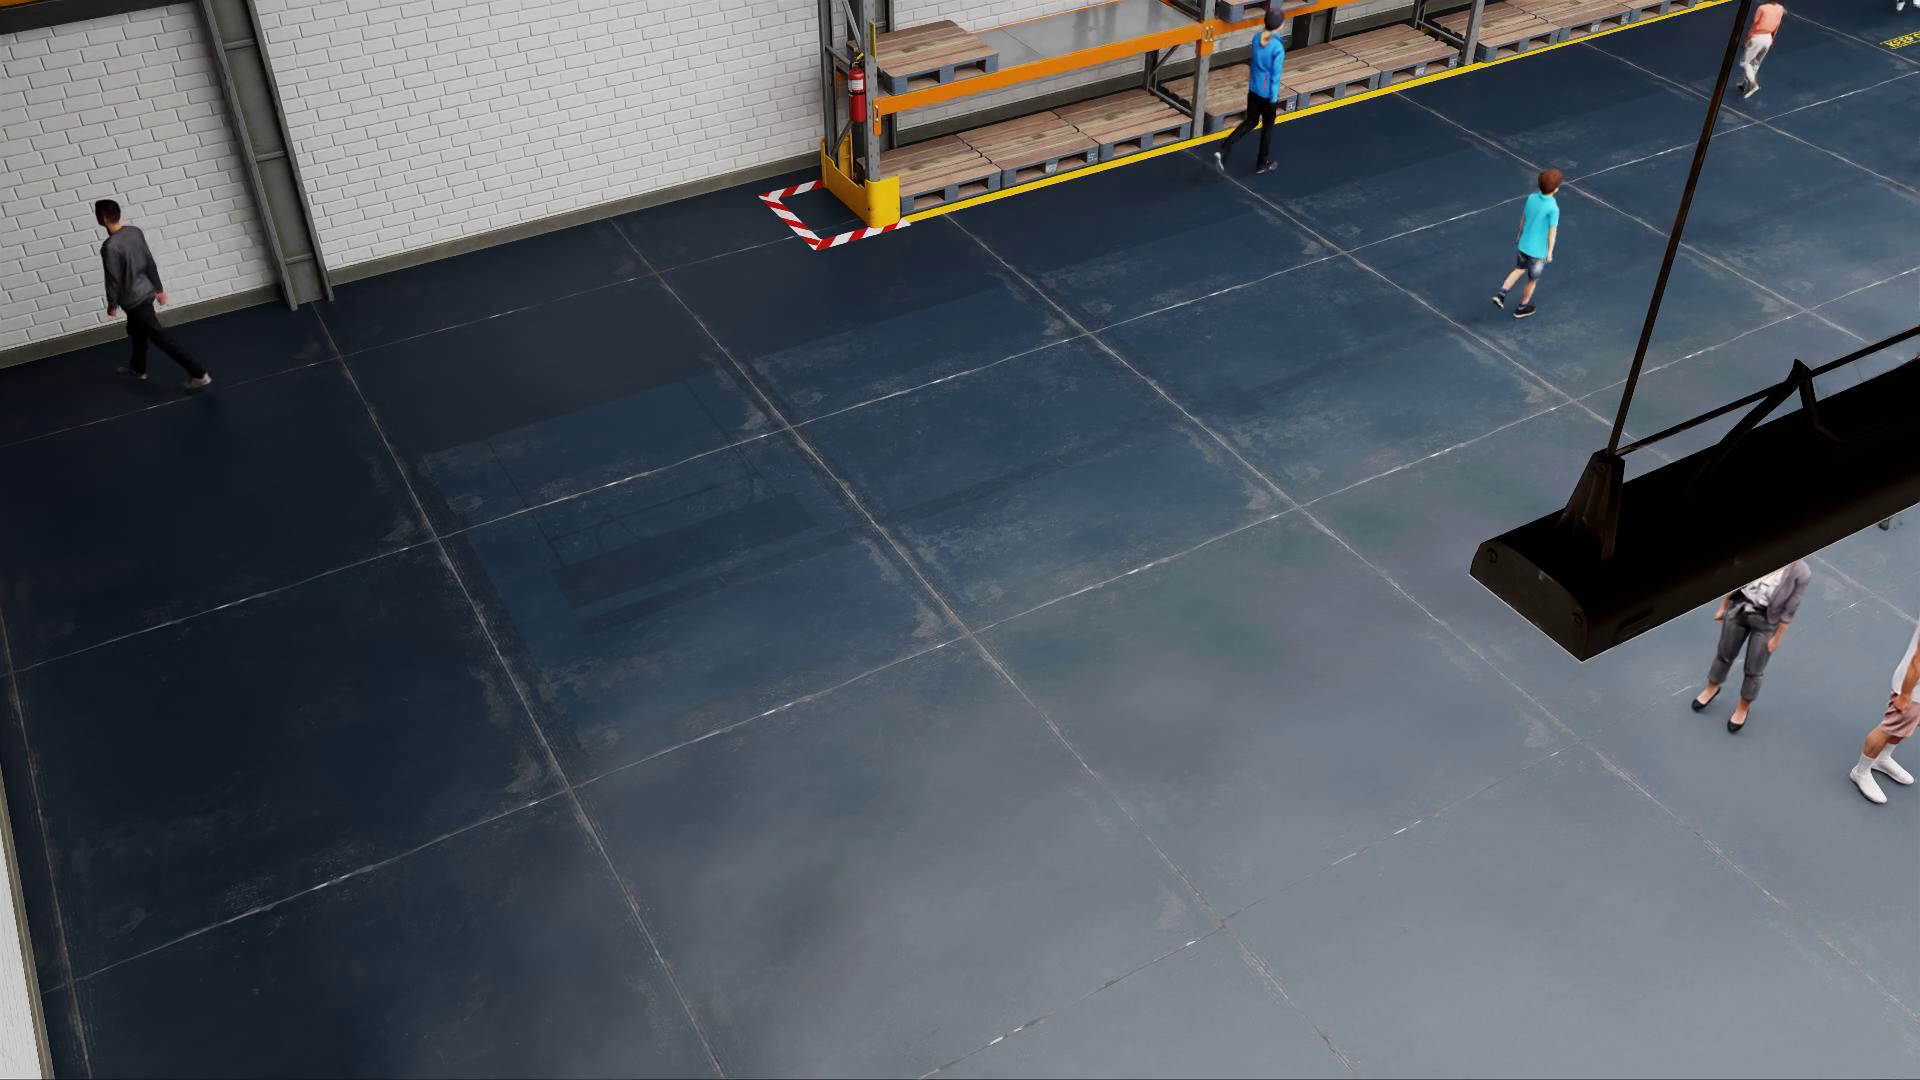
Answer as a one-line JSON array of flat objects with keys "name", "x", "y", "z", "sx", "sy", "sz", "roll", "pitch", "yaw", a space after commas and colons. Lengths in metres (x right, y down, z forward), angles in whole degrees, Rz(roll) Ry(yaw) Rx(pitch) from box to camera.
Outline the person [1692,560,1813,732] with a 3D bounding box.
[{"name": "person", "x": 5.148, "y": 0.527, "z": 10.767, "sx": 0.603, "sy": 1.672, "sz": 0.632, "roll": -25, "pitch": 45, "yaw": -28}]

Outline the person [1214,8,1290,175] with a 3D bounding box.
[{"name": "person", "x": 3.024, "y": -4.545, "z": 17.033, "sx": 1.017, "sy": 1.778, "sz": 0.633, "roll": -18, "pitch": 42, "yaw": -21}]

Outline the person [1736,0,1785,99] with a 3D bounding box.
[{"name": "person", "x": 9.037, "y": -5.608, "z": 18.747, "sx": 0.738, "sy": 1.301, "sz": 0.719, "roll": -3, "pitch": 39, "yaw": -4}]

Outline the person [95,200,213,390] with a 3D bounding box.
[{"name": "person", "x": -6.788, "y": -1.992, "z": 13.883, "sx": 1.226, "sy": 1.720, "sz": 1.047, "roll": 3, "pitch": 39, "yaw": 4}]

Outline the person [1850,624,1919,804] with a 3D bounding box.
[{"name": "person", "x": 5.959, "y": 0.851, "z": 10.271, "sx": 0.485, "sy": 1.786, "sz": 0.703, "roll": -21, "pitch": 43, "yaw": -24}]

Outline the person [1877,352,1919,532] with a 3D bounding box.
[{"name": "person", "x": 7.197, "y": -0.921, "z": 12.635, "sx": 1.030, "sy": 1.604, "sz": 1.129, "roll": 10, "pitch": 40, "yaw": 12}]

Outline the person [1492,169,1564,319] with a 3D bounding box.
[{"name": "person", "x": 5.096, "y": -2.636, "z": 14.914, "sx": 0.662, "sy": 1.441, "sz": 0.530, "roll": -18, "pitch": 42, "yaw": -21}]
